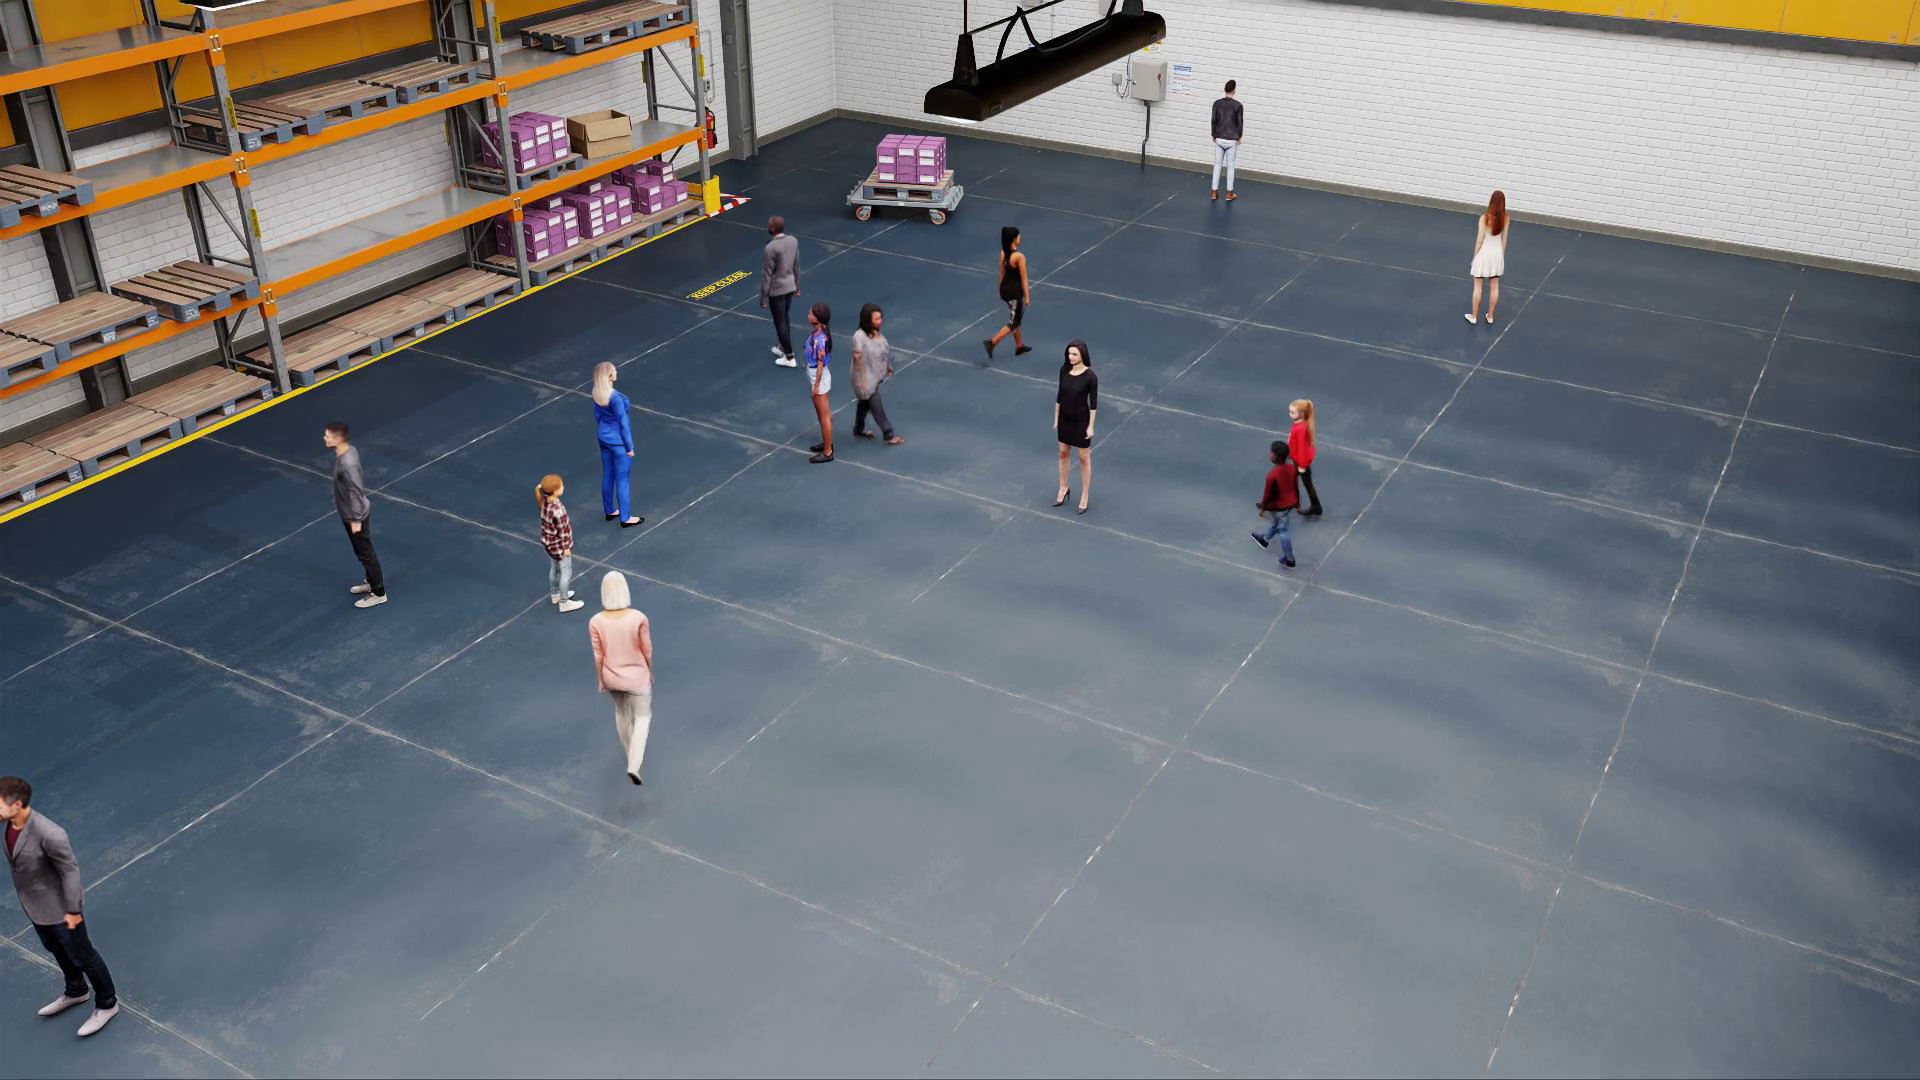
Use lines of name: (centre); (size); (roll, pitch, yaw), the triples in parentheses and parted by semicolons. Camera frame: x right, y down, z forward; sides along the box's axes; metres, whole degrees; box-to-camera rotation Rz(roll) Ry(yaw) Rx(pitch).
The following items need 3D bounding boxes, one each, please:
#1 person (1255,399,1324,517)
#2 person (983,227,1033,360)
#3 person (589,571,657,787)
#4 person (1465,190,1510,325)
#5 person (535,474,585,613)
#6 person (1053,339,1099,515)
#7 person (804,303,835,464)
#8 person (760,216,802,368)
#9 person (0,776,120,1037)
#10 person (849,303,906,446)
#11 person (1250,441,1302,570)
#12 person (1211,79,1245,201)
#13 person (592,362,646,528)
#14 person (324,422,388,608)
person: (3.406, -0.779, 16.313); (0.732, 1.248, 0.883); (5, 29, 8)
person: (0.582, -2.917, 19.822); (1.076, 1.640, 0.863); (-19, 34, -31)
person: (-2.503, 1.062, 12.455); (0.881, 1.709, 1.029); (-1, 29, -2)
person: (6.663, -3.564, 20.935); (0.647, 1.711, 0.678); (0, 29, -1)
person: (-3.590, 0.014, 14.800); (0.604, 1.303, 0.593); (-18, 33, -29)
person: (1.138, -1.127, 16.367); (0.616, 1.807, 0.521); (20, 34, 32)
person: (-1.457, -1.663, 17.416); (0.730, 1.743, 0.628); (-1, 29, -3)
person: (-2.087, -2.934, 19.672); (0.862, 1.813, 0.788); (21, 35, 33)
person: (-5.568, 2.208, 10.185); (0.675, 1.871, 0.557); (15, 32, 26)
person: (-1.047, -1.792, 17.823); (0.812, 1.580, 0.895); (8, 30, 15)
person: (3.035, -0.299, 15.464); (0.865, 1.219, 0.787); (-19, 34, -31)
person: (4.090, -6.140, 25.526); (0.673, 1.837, 0.572); (12, 31, 21)
person: (-3.360, -0.939, 16.132); (0.677, 1.701, 0.629); (24, 37, 37)
person: (-5.380, -0.245, 14.798); (0.725, 1.760, 0.697); (-11, 31, -20)
